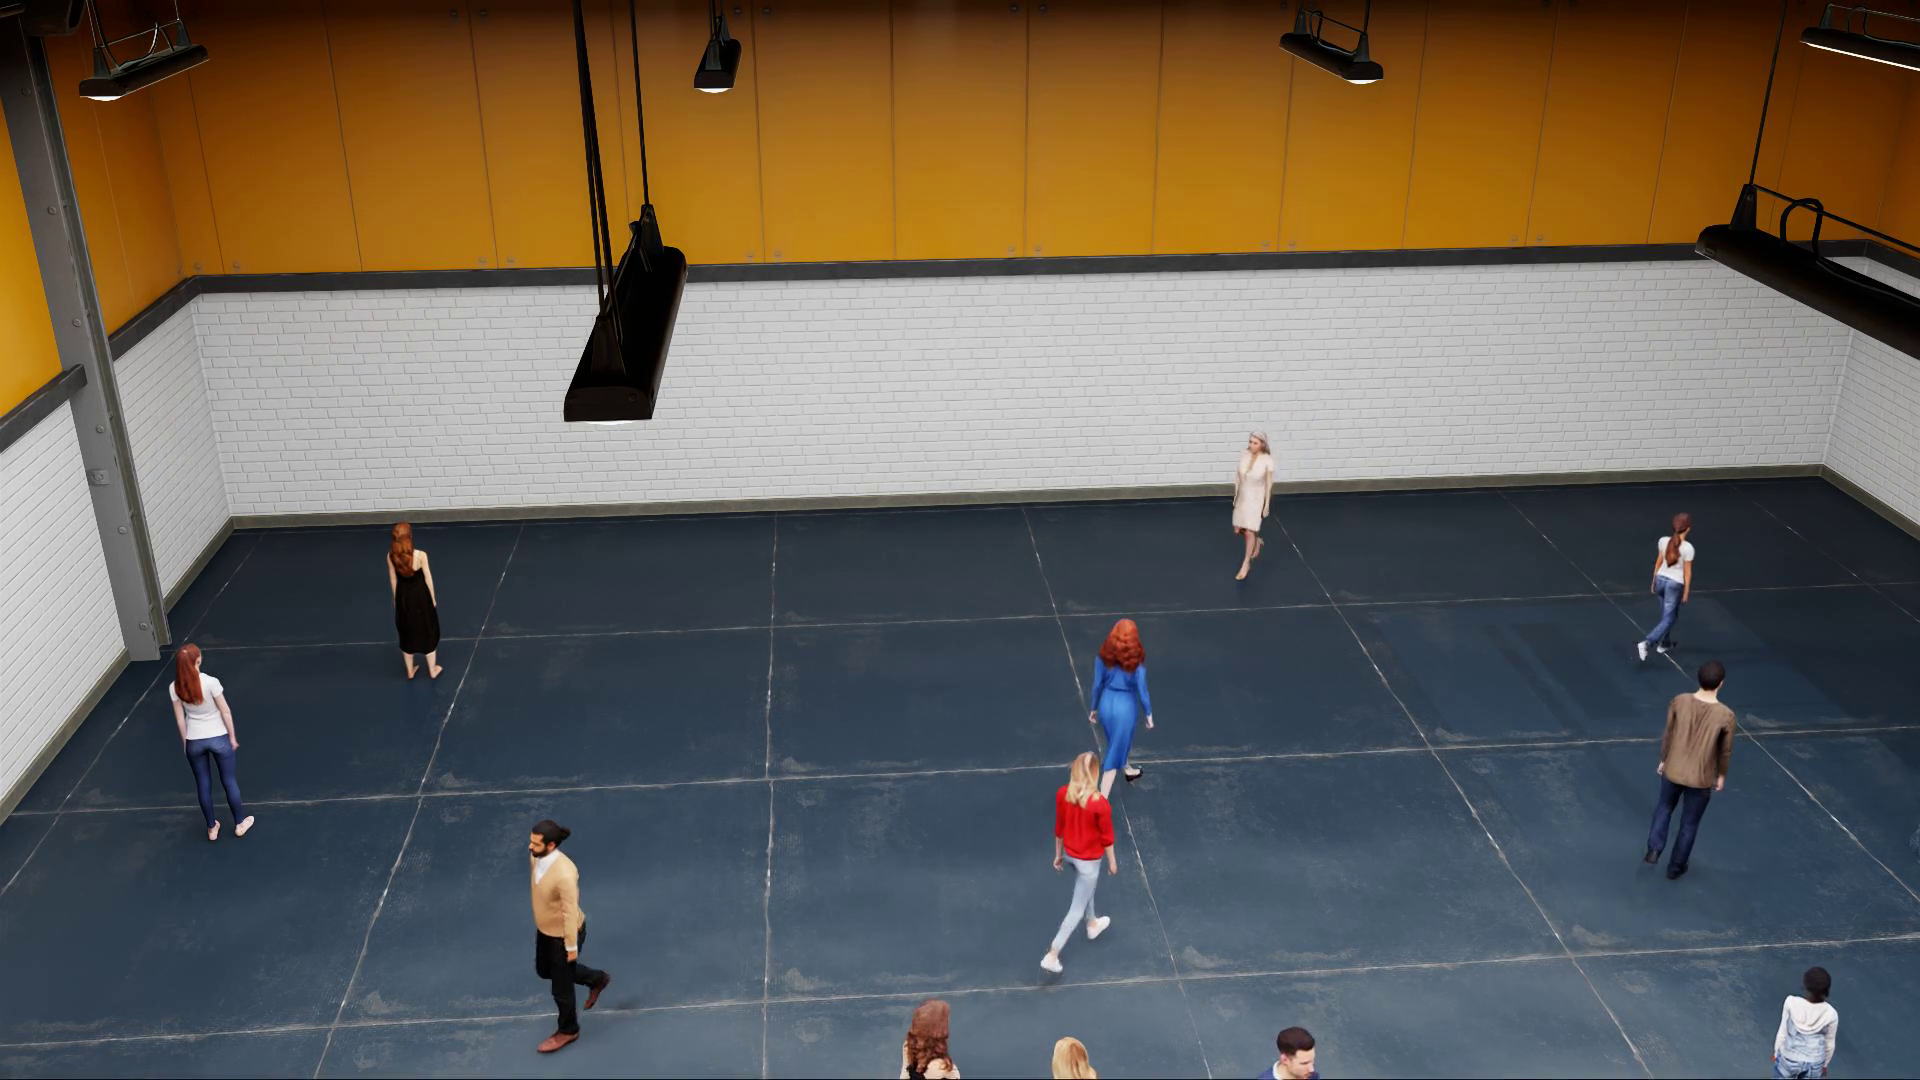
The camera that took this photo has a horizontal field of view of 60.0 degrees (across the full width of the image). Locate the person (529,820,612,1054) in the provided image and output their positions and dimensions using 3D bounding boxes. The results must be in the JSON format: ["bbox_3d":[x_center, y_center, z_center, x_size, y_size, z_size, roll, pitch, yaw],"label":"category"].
[{"bbox_3d":[-2.634,2.624,11.239,0.988,1.738,0.962,-19,30,-37],"label":"person"}]

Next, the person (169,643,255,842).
[{"bbox_3d":[-6.107,1.638,13.494,0.579,1.739,0.542,-4,24,-9],"label":"person"}]

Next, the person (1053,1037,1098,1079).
[{"bbox_3d":[0.630,3.487,9.183,0.796,1.803,0.715,14,27,29],"label":"person"}]

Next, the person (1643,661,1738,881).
[{"bbox_3d":[5.629,1.822,12.896,0.810,1.880,0.871,19,30,37],"label":"person"}]

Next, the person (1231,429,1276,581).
[{"bbox_3d":[3.229,-0.417,18.212,0.853,1.725,0.912,19,30,37],"label":"person"}]

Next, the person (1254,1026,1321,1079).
[{"bbox_3d":[1.706,3.425,9.290,0.765,1.832,0.794,-15,28,-30],"label":"person"}]

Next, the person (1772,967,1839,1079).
[{"bbox_3d":[5.287,3.226,10.456,0.566,1.261,0.611,12,26,25],"label":"person"}]

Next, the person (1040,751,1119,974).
[{"bbox_3d":[0.844,2.344,11.963,1.111,1.670,1.149,20,31,38],"label":"person"}]

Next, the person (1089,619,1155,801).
[{"bbox_3d":[1.246,1.537,13.665,1.075,1.786,1.164,16,28,33],"label":"person"}]

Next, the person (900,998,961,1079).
[{"bbox_3d":[-0.244,3.423,9.474,1.106,1.687,1.129,20,31,38],"label":"person"}]

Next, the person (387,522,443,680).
[{"bbox_3d":[-5.277,0.585,16.047,0.580,1.623,0.595,1,24,2],"label":"person"}]

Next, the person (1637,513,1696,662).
[{"bbox_3d":[6.967,0.476,16.396,0.909,1.544,0.991,-16,28,-31],"label":"person"}]
